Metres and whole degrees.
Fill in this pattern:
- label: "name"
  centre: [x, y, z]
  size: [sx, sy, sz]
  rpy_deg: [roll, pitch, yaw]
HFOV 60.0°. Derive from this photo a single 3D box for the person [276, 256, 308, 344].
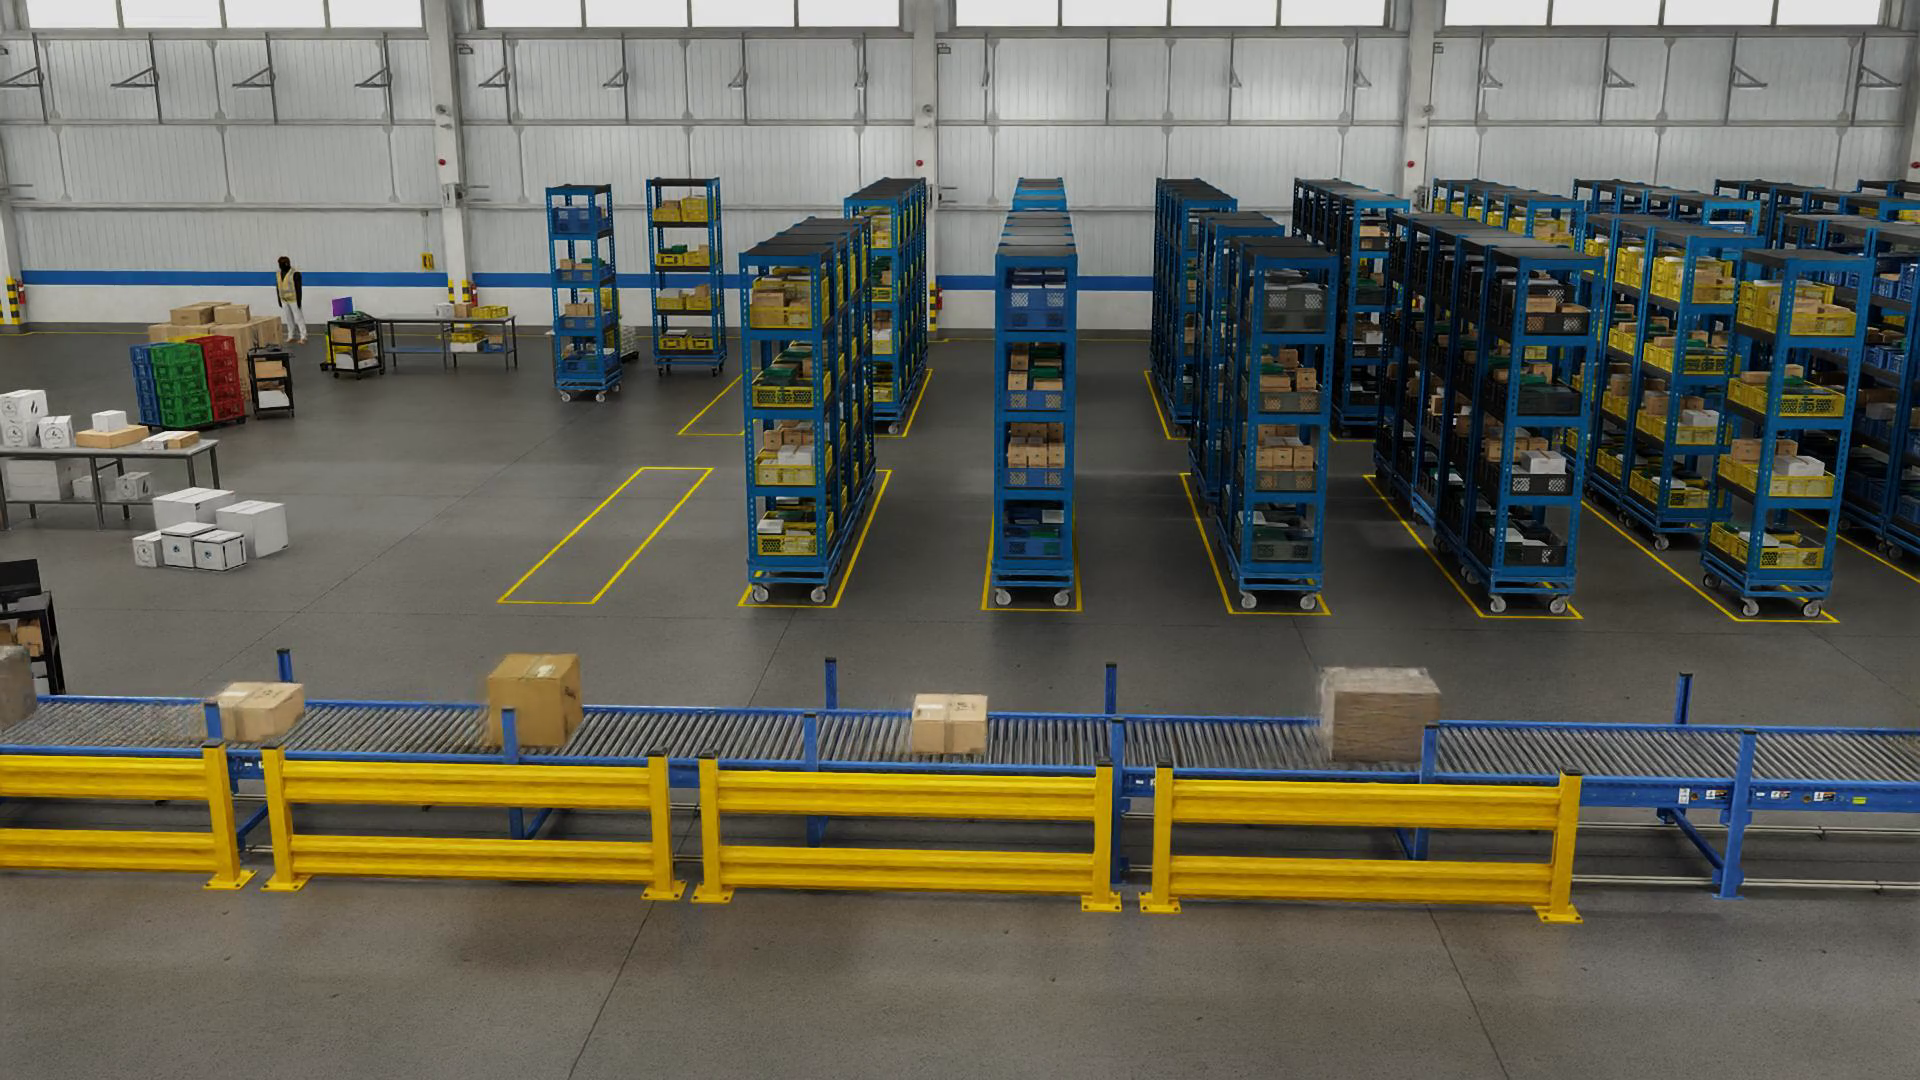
- label: "person"
  centre: [-13.952, -4.990, 34.613]
  size: [0.643, 1.832, 0.431]
  rpy_deg: [6, 16, 22]
